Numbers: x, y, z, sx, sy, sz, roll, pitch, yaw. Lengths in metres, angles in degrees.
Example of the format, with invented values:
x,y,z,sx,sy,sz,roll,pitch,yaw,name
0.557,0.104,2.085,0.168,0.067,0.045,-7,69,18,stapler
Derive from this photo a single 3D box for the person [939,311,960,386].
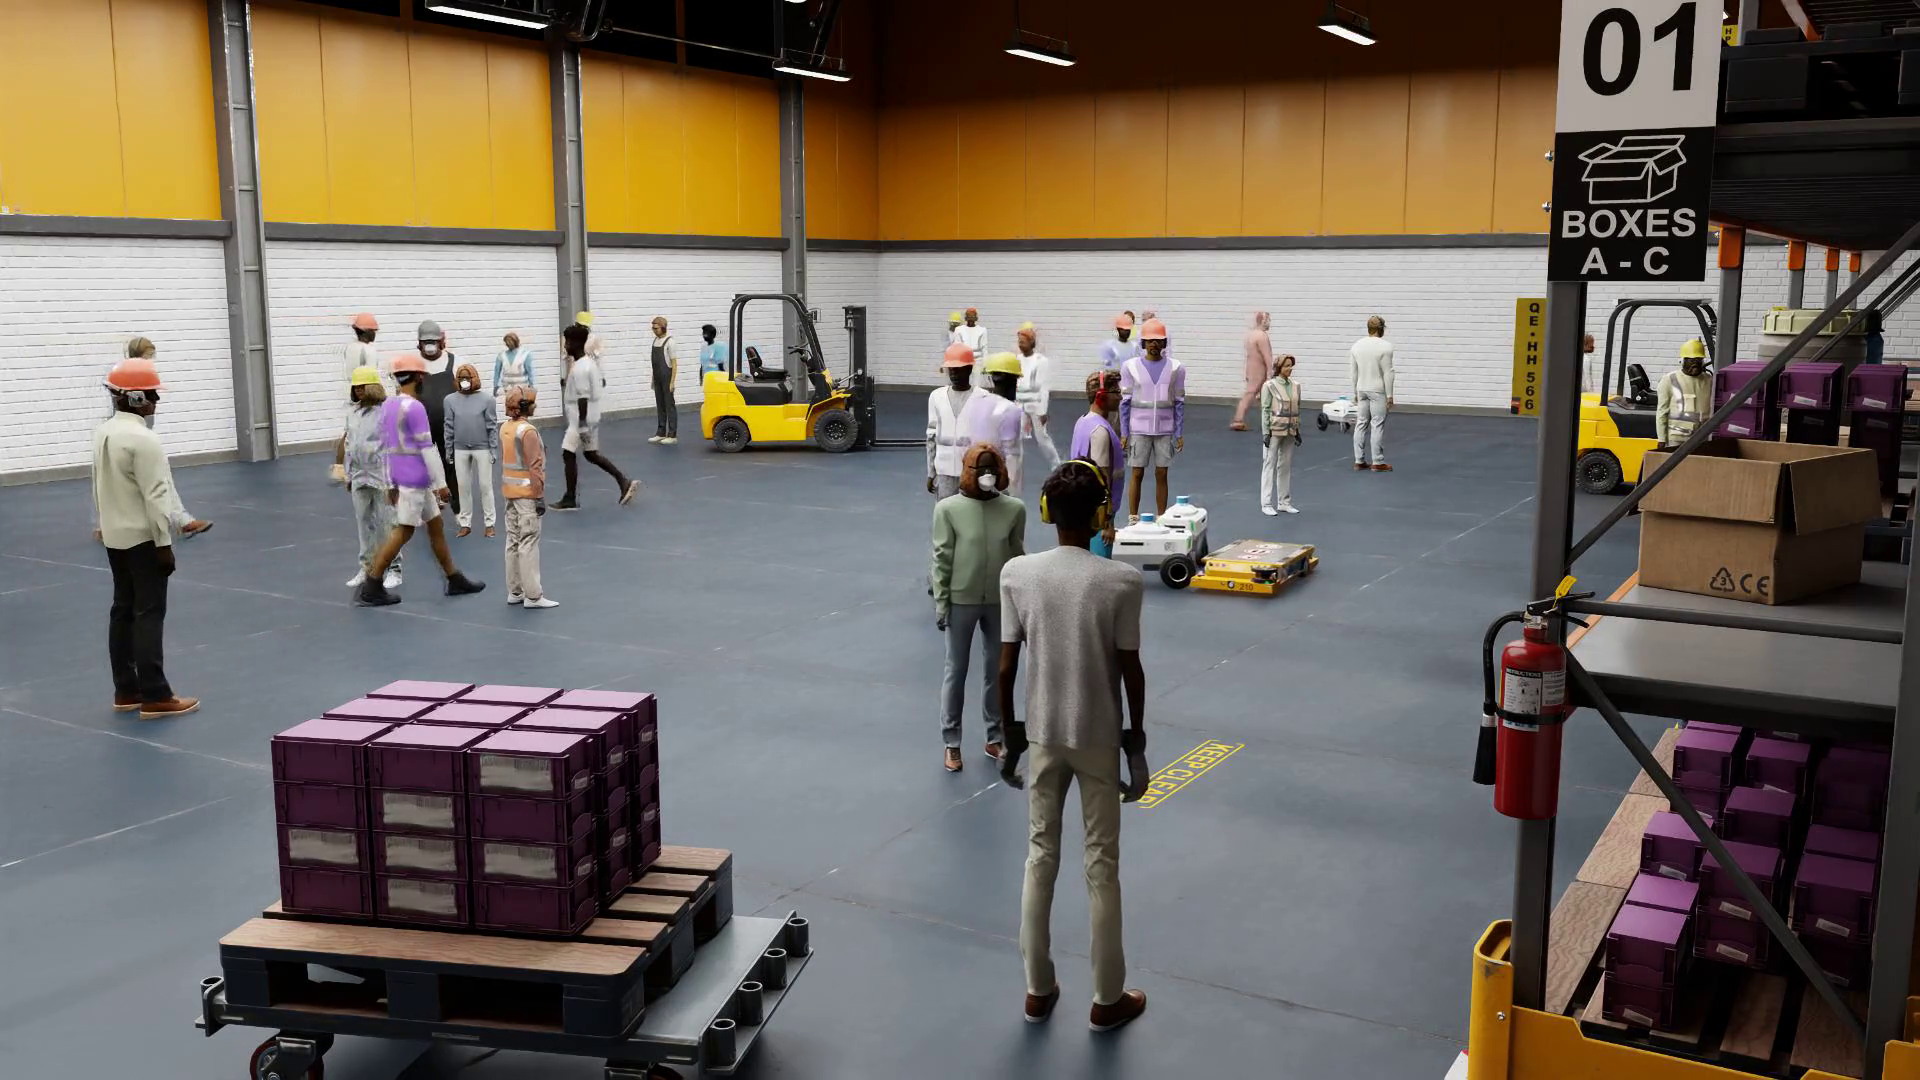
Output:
x,y,z,sx,sy,sz,roll,pitch,yaw,name
-0.070,-3.098,29.109,0.659,1.796,0.531,5,10,27,person

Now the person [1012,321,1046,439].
x,y,z,sx,sy,sz,roll,pitch,yaw,name
1.024,-2.397,24.871,0.531,1.749,0.622,-2,9,-10,person

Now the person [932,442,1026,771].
x,y,z,sx,sy,sz,roll,pitch,yaw,name
0.104,0.324,8.263,0.499,1.634,0.279,-3,10,-20,person

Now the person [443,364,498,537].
x,y,z,sx,sy,sz,roll,pitch,yaw,name
-4.546,-0.828,15.488,0.502,1.626,0.283,0,9,0,person

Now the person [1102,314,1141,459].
x,y,z,sx,sy,sz,roll,pitch,yaw,name
2.207,-2.018,22.036,0.549,1.915,0.679,-6,11,-32,person

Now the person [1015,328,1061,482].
x,y,z,sx,sy,sz,roll,pitch,yaw,name
0.858,-1.549,19.346,0.973,1.842,0.583,-9,13,-43,person

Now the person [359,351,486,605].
x,y,z,sx,sy,sz,roll,pitch,yaw,name
-4.081,-0.463,12.427,0.976,1.882,0.547,-5,11,-31,person

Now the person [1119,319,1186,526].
x,y,z,sx,sy,sz,roll,pitch,yaw,name
1.773,-1.012,15.330,0.607,2.044,0.375,0,9,-3,person

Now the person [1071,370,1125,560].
x,y,z,sx,sy,sz,roll,pitch,yaw,name
0.865,-0.158,10.612,0.390,1.847,0.563,-1,9,-7,person

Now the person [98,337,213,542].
x,y,z,sx,sy,sz,roll,pitch,yaw,name
-7.433,-0.905,15.165,1.047,1.872,0.643,1,9,4,person

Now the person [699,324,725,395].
x,y,z,sx,sy,sz,roll,pitch,yaw,name
-3.840,-2.487,25.654,0.363,1.680,0.548,-9,13,-44,person

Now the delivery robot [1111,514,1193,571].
x,y,z,sx,sy,sz,roll,pitch,yaw,name
1.471,0.035,13.136,0.707,0.478,0.477,0,9,2,delivery robot

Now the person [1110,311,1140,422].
x,y,z,sx,sy,sz,roll,pitch,yaw,name
2.773,-2.855,27.457,0.626,1.846,0.429,-1,9,-3,person

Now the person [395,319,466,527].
x,y,z,sx,sy,sz,roll,pitch,yaw,name
-5.084,-1.132,16.084,0.701,2.000,0.535,-3,10,-18,person

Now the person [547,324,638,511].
x,y,z,sx,sy,sz,roll,pitch,yaw,name
-3.828,-1.263,17.209,0.861,1.941,0.608,0,9,0,person

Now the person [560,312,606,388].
x,y,z,sx,sy,sz,roll,pitch,yaw,name
-5.704,-2.506,25.150,0.700,1.879,0.735,0,9,-2,person

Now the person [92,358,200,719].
x,y,z,sx,sy,sz,roll,pitch,yaw,name
-4.546,-0.013,9.242,0.621,1.992,0.397,7,11,37,person

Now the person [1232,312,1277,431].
x,y,z,sx,sy,sz,roll,pitch,yaw,name
4.726,-2.610,25.912,1.016,1.849,0.656,0,9,-1,person

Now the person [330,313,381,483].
x,y,z,sx,sy,sz,roll,pitch,yaw,name
-7.006,-1.670,19.617,0.610,1.993,1.052,6,11,33,person

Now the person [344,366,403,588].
x,y,z,sx,sy,sz,roll,pitch,yaw,name
-4.600,-0.489,12.999,0.489,1.744,0.295,3,10,17,person

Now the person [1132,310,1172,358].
x,y,z,sx,sy,sz,roll,pitch,yaw,name
3.082,-2.760,26.795,0.670,1.873,0.778,2,9,10,person

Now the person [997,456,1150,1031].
x,y,z,sx,sy,sz,roll,pitch,yaw,name
0.369,0.661,5.422,0.520,1.873,0.333,4,10,23,person

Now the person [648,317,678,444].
x,y,z,sx,sy,sz,roll,pitch,yaw,name
-4.281,-2.298,23.996,0.505,1.839,0.349,9,13,44,person

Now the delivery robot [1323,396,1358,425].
x,y,z,sx,sy,sz,roll,pitch,yaw,name
5.925,-1.991,25.778,0.477,0.478,0.707,-3,10,-16,delivery robot

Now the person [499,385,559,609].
x,y,z,sx,sy,sz,roll,pitch,yaw,name
-3.201,-0.312,12.217,0.308,1.640,0.511,-8,12,-41,person

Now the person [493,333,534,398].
x,y,z,sx,sy,sz,roll,pitch,yaw,name
-6.450,-2.172,23.958,0.544,1.586,0.866,1,9,6,person

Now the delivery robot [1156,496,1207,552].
x,y,z,sx,sy,sz,roll,pitch,yaw,name
1.891,-0.131,14.168,0.477,0.478,0.707,3,10,17,delivery robot

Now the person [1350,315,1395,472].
x,y,z,sx,sy,sz,roll,pitch,yaw,name
5.128,-1.814,20.657,0.371,1.940,0.627,-7,11,-37,person

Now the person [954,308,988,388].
x,y,z,sx,sy,sz,roll,pitch,yaw,name
0.184,-3.002,28.281,0.574,1.879,0.355,0,9,0,person

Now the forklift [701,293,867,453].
x,y,z,sx,sy,sz,roll,pitch,yaw,name
-2.458,-2.344,23.176,2.313,2.155,1.214,0,9,-2,forklift

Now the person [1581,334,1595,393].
x,y,z,sx,sy,sz,roll,pitch,yaw,name
8.664,-2.036,23.048,0.536,1.613,0.536,0,9,-1,person

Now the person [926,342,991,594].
x,y,z,sx,sy,sz,roll,pitch,yaw,name
-0.002,-0.533,12.669,0.543,1.939,0.356,2,9,15,person

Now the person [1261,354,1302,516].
x,y,z,sx,sy,sz,roll,pitch,yaw,name
3.272,-1.075,16.965,0.514,1.645,0.309,-6,11,-33,person

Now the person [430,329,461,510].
x,y,z,sx,sy,sz,roll,pitch,yaw,name
-5.439,-1.268,17.353,0.403,1.906,0.652,7,11,36,person

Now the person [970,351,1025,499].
x,y,z,sx,sy,sz,roll,pitch,yaw,name
0.220,-0.396,11.918,0.593,1.905,0.612,-5,10,-28,person

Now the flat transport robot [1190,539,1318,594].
x,y,z,sx,sy,sz,roll,pitch,yaw,name
2.377,0.196,13.306,0.652,0.197,1.431,4,10,25,flat transport robot

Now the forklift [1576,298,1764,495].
x,y,z,sx,sy,sz,roll,pitch,yaw,name
7.954,-1.589,18.462,2.313,2.155,1.214,5,11,30,forklift

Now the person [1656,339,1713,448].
x,y,z,sx,sy,sz,roll,pitch,yaw,name
6.940,-0.995,15.875,0.600,1.831,0.404,-1,9,-9,person
